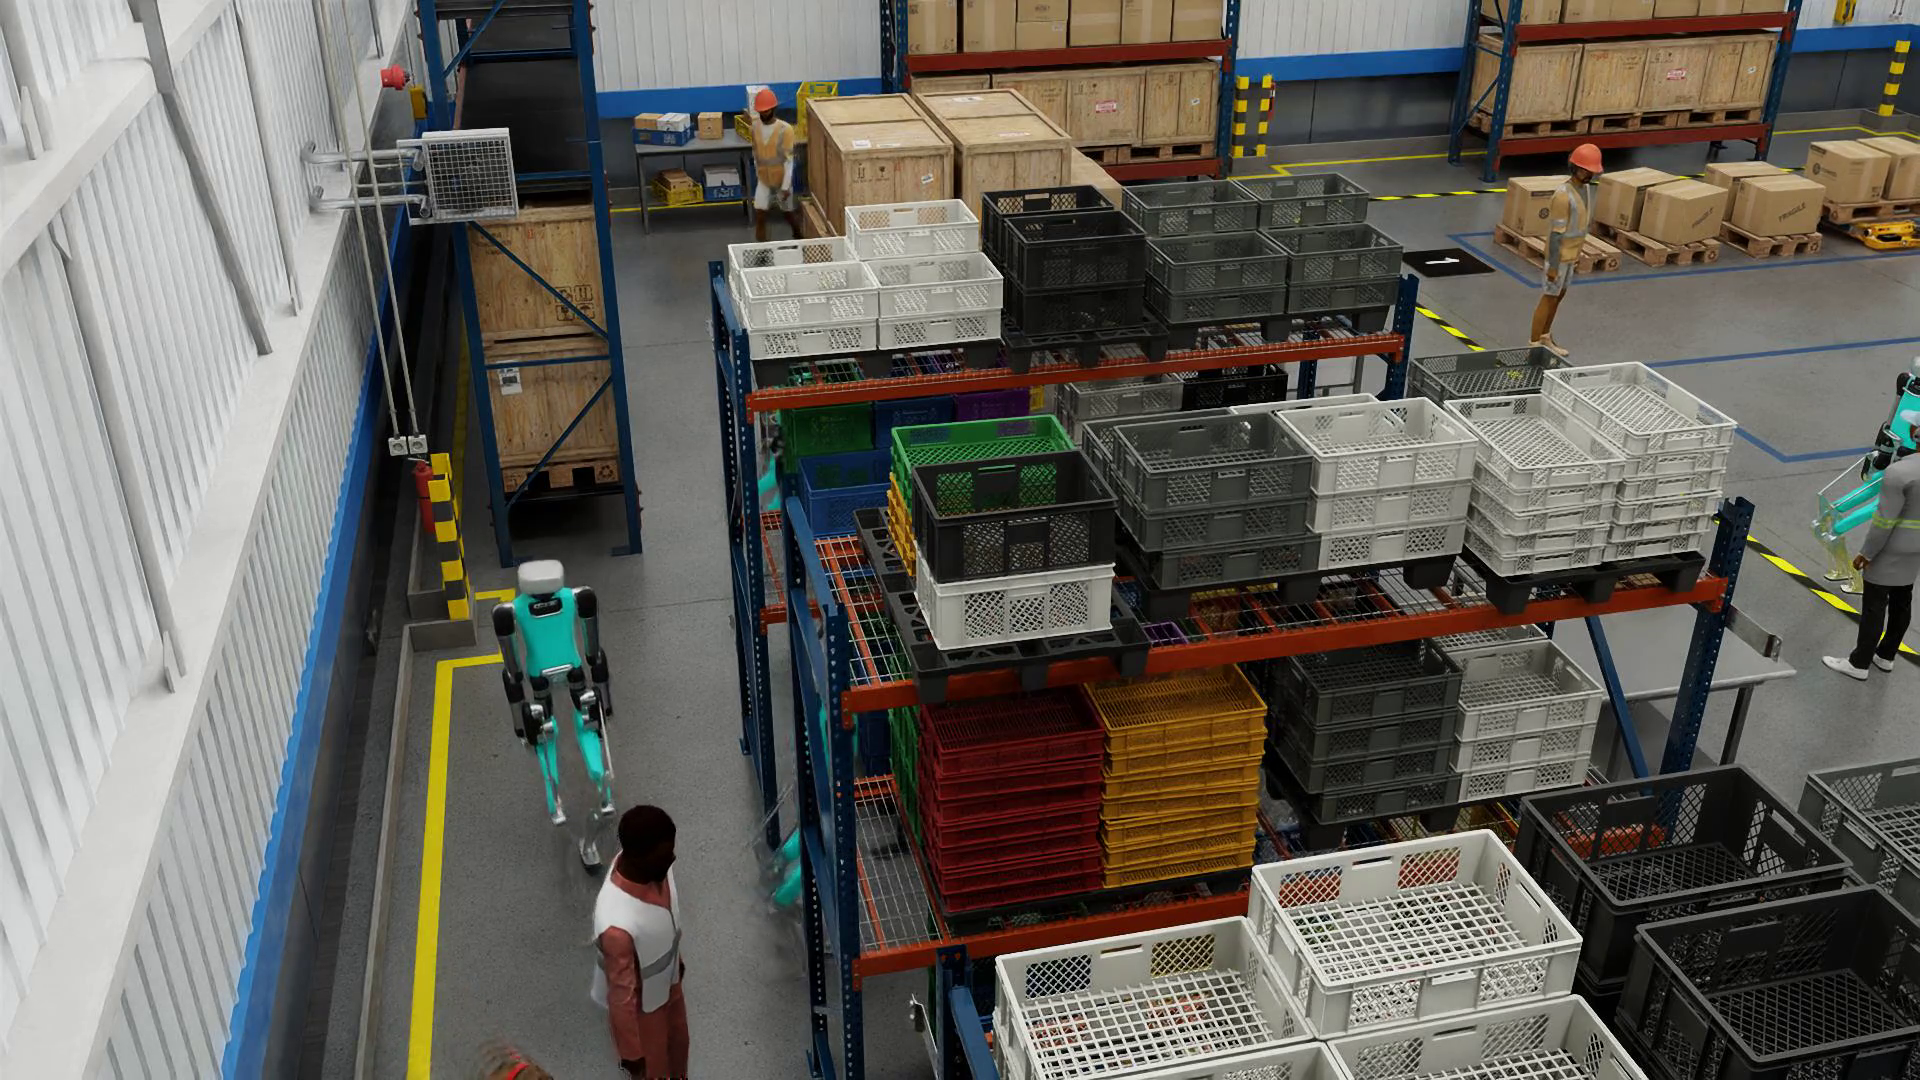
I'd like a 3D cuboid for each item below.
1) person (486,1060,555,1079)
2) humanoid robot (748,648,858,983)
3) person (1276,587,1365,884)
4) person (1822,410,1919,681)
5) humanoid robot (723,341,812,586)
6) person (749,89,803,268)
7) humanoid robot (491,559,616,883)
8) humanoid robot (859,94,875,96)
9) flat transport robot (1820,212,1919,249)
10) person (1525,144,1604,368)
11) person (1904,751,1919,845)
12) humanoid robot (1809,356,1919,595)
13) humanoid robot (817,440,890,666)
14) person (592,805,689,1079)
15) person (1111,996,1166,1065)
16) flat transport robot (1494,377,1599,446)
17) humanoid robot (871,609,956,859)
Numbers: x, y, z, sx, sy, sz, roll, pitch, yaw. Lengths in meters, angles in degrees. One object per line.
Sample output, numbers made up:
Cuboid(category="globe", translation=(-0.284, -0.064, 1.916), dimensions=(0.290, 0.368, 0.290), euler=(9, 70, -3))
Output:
Cuboid(category="person", translation=(-1.551, 2.469, 5.733), dimensions=(0.596, 1.779, 0.979), euler=(-14, 31, -25))
Cuboid(category="humanoid robot", translation=(-0.782, 1.352, 7.928), dimensions=(0.688, 1.817, 0.537), euler=(-4, 28, -8))
Cuboid(category="person", translation=(1.922, 1.037, 8.415), dimensions=(0.665, 1.820, 0.623), euler=(-5, 28, -9))
Cuboid(category="person", translation=(5.810, 0.016, 10.318), dimensions=(0.589, 1.852, 0.367), euler=(-11, 30, -20))
Cuboid(category="humanoid robot", translation=(-1.354, -0.451, 11.409), dimensions=(0.754, 1.849, 0.545), euler=(-7, 29, -13))
Cuboid(category="person", translation=(-1.961, -3.824, 17.556), dimensions=(0.538, 1.894, 0.945), euler=(10, 29, 18))
Cuboid(category="humanoid robot", translation=(-2.010, 1.059, 8.583), dimensions=(0.537, 1.894, 0.721), euler=(-11, 30, -20))
Cuboid(category="humanoid robot", translation=(-1.312, -3.908, 17.918), dimensions=(0.950, 1.744, 0.548), euler=(-4, 28, -7))
Cuboid(category="flat transport robot", translation=(10.238, -3.635, 18.912), dimensions=(0.652, 0.197, 1.431), euler=(-6, 28, -12))
Cuboid(category="person", translation=(5.487, -2.572, 15.033), dimensions=(0.394, 2.033, 0.612), euler=(20, 34, 32))
Cuboid(category="person", translation=(4.630, 1.386, 7.726), dimensions=(0.345, 1.844, 0.507), euler=(-21, 34, -34))
Cuboid(category="humanoid robot", translation=(6.075, -0.430, 11.142), dimensions=(0.735, 1.677, 0.533), euler=(-1, 28, -2))
Cuboid(category="humanoid robot", translation=(-0.703, 0.096, 10.387), dimensions=(0.693, 1.646, 0.588), euler=(-12, 30, -22))
Cuboid(category="person", translation=(-1.251, 1.859, 6.780), dimensions=(0.467, 1.899, 0.606), euler=(2, 28, 5))
Cuboid(category="person", translation=(0.675, 2.300, 5.996), dimensions=(0.655, 1.839, 0.532), euler=(-16, 32, -27))
Cuboid(category="flat transport robot", translation=(4.780, -1.036, 14.013), dimensions=(0.659, 0.231, 1.431), euler=(-6, 28, -12))
Cuboid(category="humanoid robot", translation=(-0.166, 1.035, 8.605), dimensions=(0.608, 1.647, 0.608), euler=(-6, 28, -11))
